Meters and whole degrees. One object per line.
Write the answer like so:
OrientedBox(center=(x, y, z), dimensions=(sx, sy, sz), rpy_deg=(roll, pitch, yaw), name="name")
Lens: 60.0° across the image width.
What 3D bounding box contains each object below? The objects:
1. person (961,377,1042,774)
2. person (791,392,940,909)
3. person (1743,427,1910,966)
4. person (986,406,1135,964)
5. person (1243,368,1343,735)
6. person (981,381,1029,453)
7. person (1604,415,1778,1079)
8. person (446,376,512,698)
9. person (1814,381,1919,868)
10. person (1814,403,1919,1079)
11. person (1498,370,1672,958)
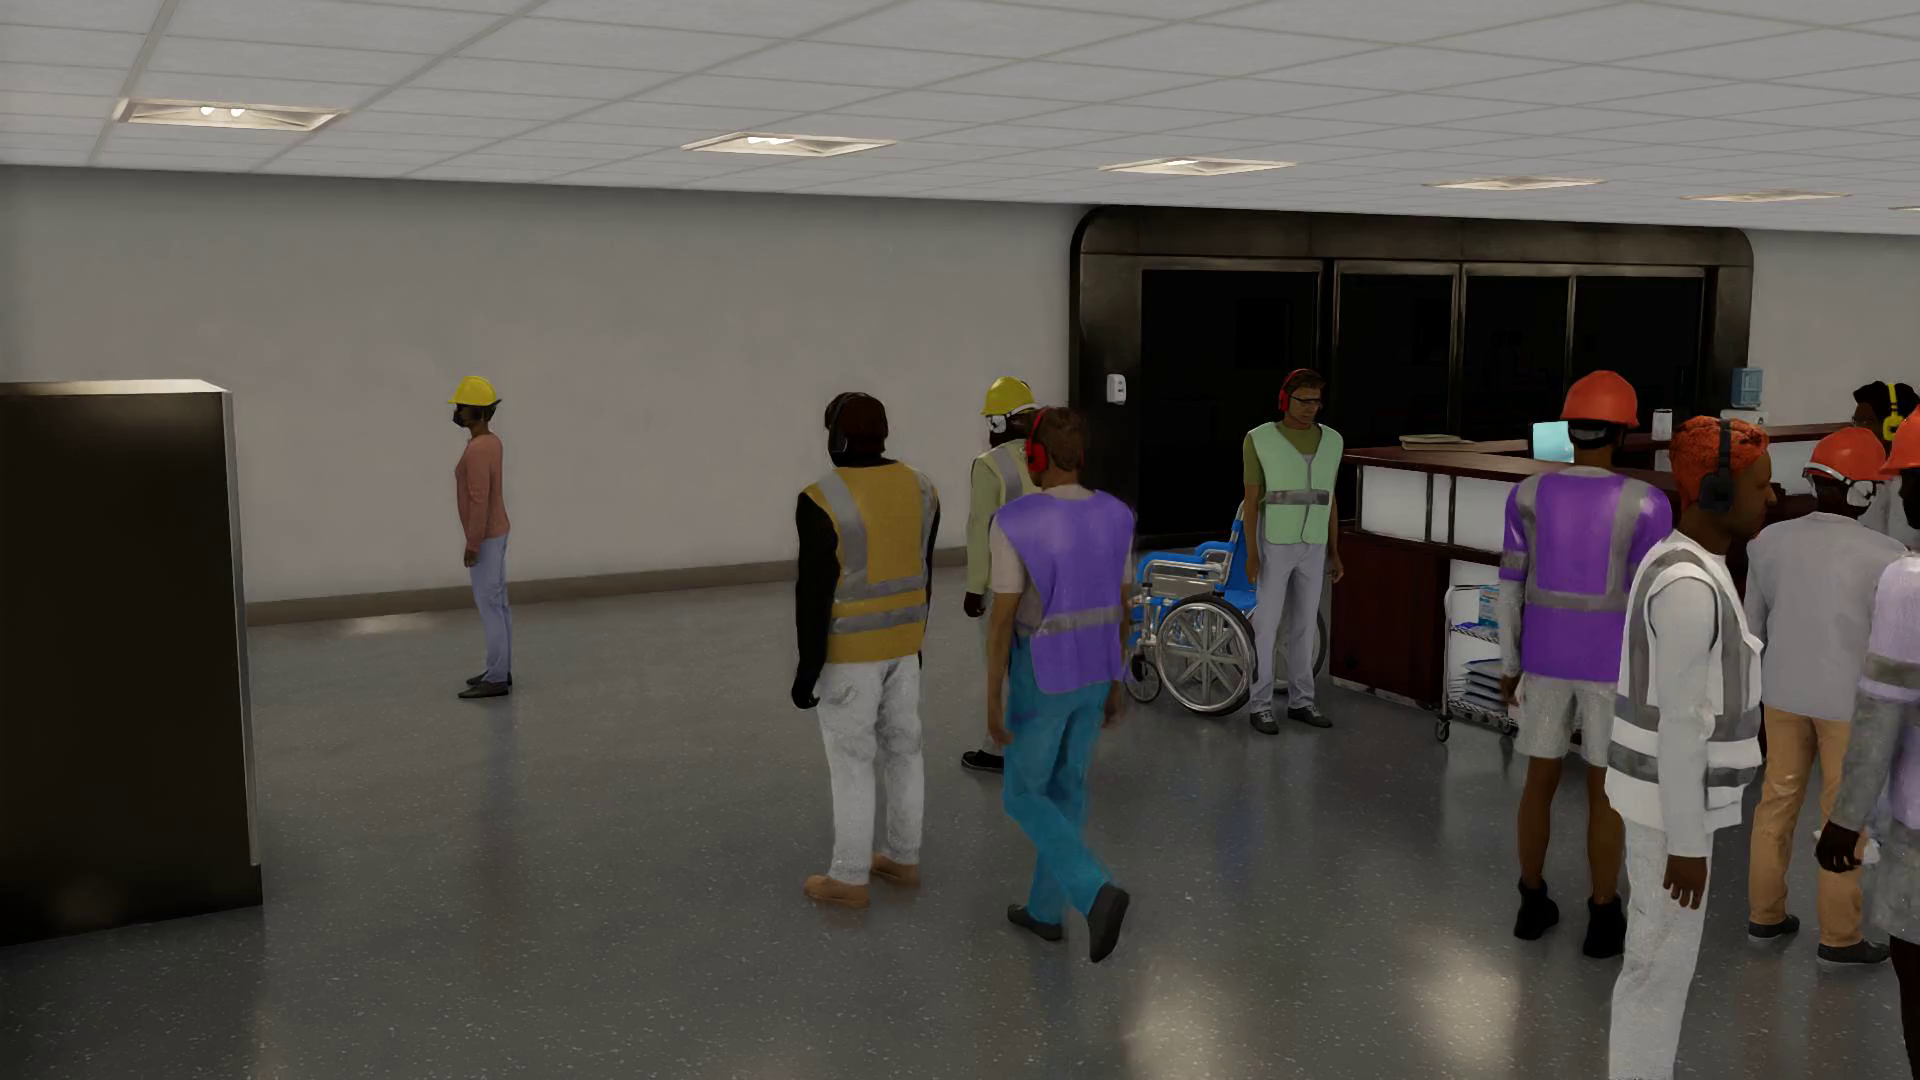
OrientedBox(center=(0.234, 0.162, 7.707), dimensions=(0.403, 1.825, 0.587), rpy_deg=(7, 10, 41), name="person")
OrientedBox(center=(-0.352, 0.391, 5.971), dimensions=(0.631, 1.842, 0.430), rpy_deg=(-8, 11, -44), name="person")
OrientedBox(center=(2.850, 0.504, 5.456), dimensions=(0.333, 1.749, 0.574), rpy_deg=(-5, 9, -30), name="person")
OrientedBox(center=(0.366, 0.479, 5.416), dimensions=(0.589, 1.818, 0.678), rpy_deg=(-5, 10, -34), name="person")
OrientedBox(center=(1.681, 0.051, 8.446), dimensions=(0.564, 1.838, 0.390), rpy_deg=(-3, 9, -23), name="person")
OrientedBox(center=(0.400, -0.346, 12.097), dimensions=(0.504, 1.627, 0.285), rpy_deg=(-2, 8, -11), name="person")
OrientedBox(center=(1.747, 0.643, 4.002), dimensions=(0.364, 1.882, 0.579), rpy_deg=(4, 9, 25), name="person")
OrientedBox(center=(-2.644, -0.017, 9.184), dimensions=(0.305, 1.772, 0.527), rpy_deg=(-1, 8, -7), name="person")
OrientedBox(center=(3.530, 0.326, 6.380), dimensions=(0.324, 1.862, 0.512), rpy_deg=(3, 9, 23), name="person")
OrientedBox(center=(2.377, 0.617, 4.054), dimensions=(0.580, 1.915, 0.435), rpy_deg=(-4, 9, -29), name="person")
OrientedBox(center=(2.085, 0.402, 5.550), dimensions=(0.552, 1.932, 0.379), rpy_deg=(6, 10, 39), name="person")
